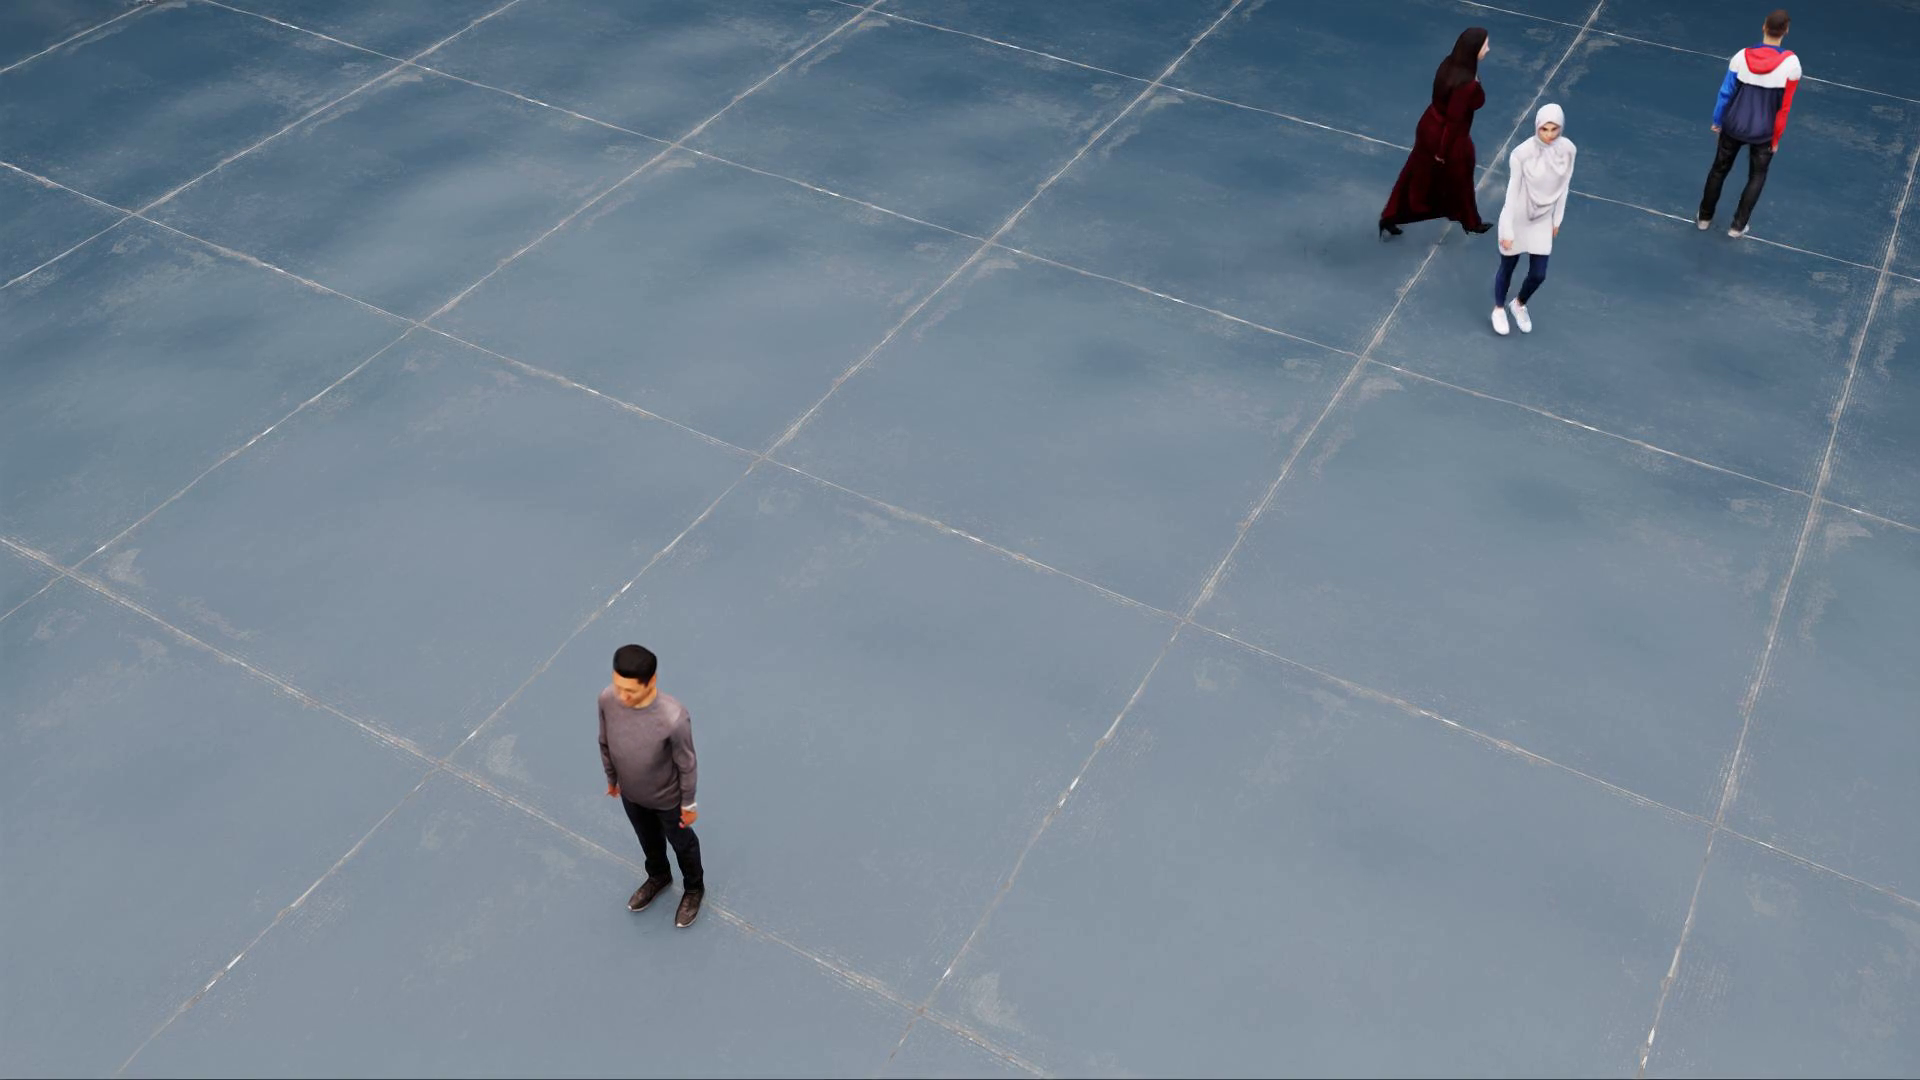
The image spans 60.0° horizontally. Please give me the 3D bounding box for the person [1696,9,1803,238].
[{"bbox_3d":[5.794,-3.028,12.257,0.672,1.754,0.588,23,47,24],"label":"person"}]

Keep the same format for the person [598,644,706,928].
[{"bbox_3d":[-1.401,1.124,7.676,0.658,1.765,0.554,18,45,19],"label":"person"}]

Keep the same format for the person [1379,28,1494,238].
[{"bbox_3d":[3.434,-2.906,12.160,1.130,1.703,1.130,-6,43,-6],"label":"person"}]

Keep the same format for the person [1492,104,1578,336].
[{"bbox_3d":[3.829,-2.207,11.350,0.748,1.758,0.778,-3,42,-4],"label":"person"}]
